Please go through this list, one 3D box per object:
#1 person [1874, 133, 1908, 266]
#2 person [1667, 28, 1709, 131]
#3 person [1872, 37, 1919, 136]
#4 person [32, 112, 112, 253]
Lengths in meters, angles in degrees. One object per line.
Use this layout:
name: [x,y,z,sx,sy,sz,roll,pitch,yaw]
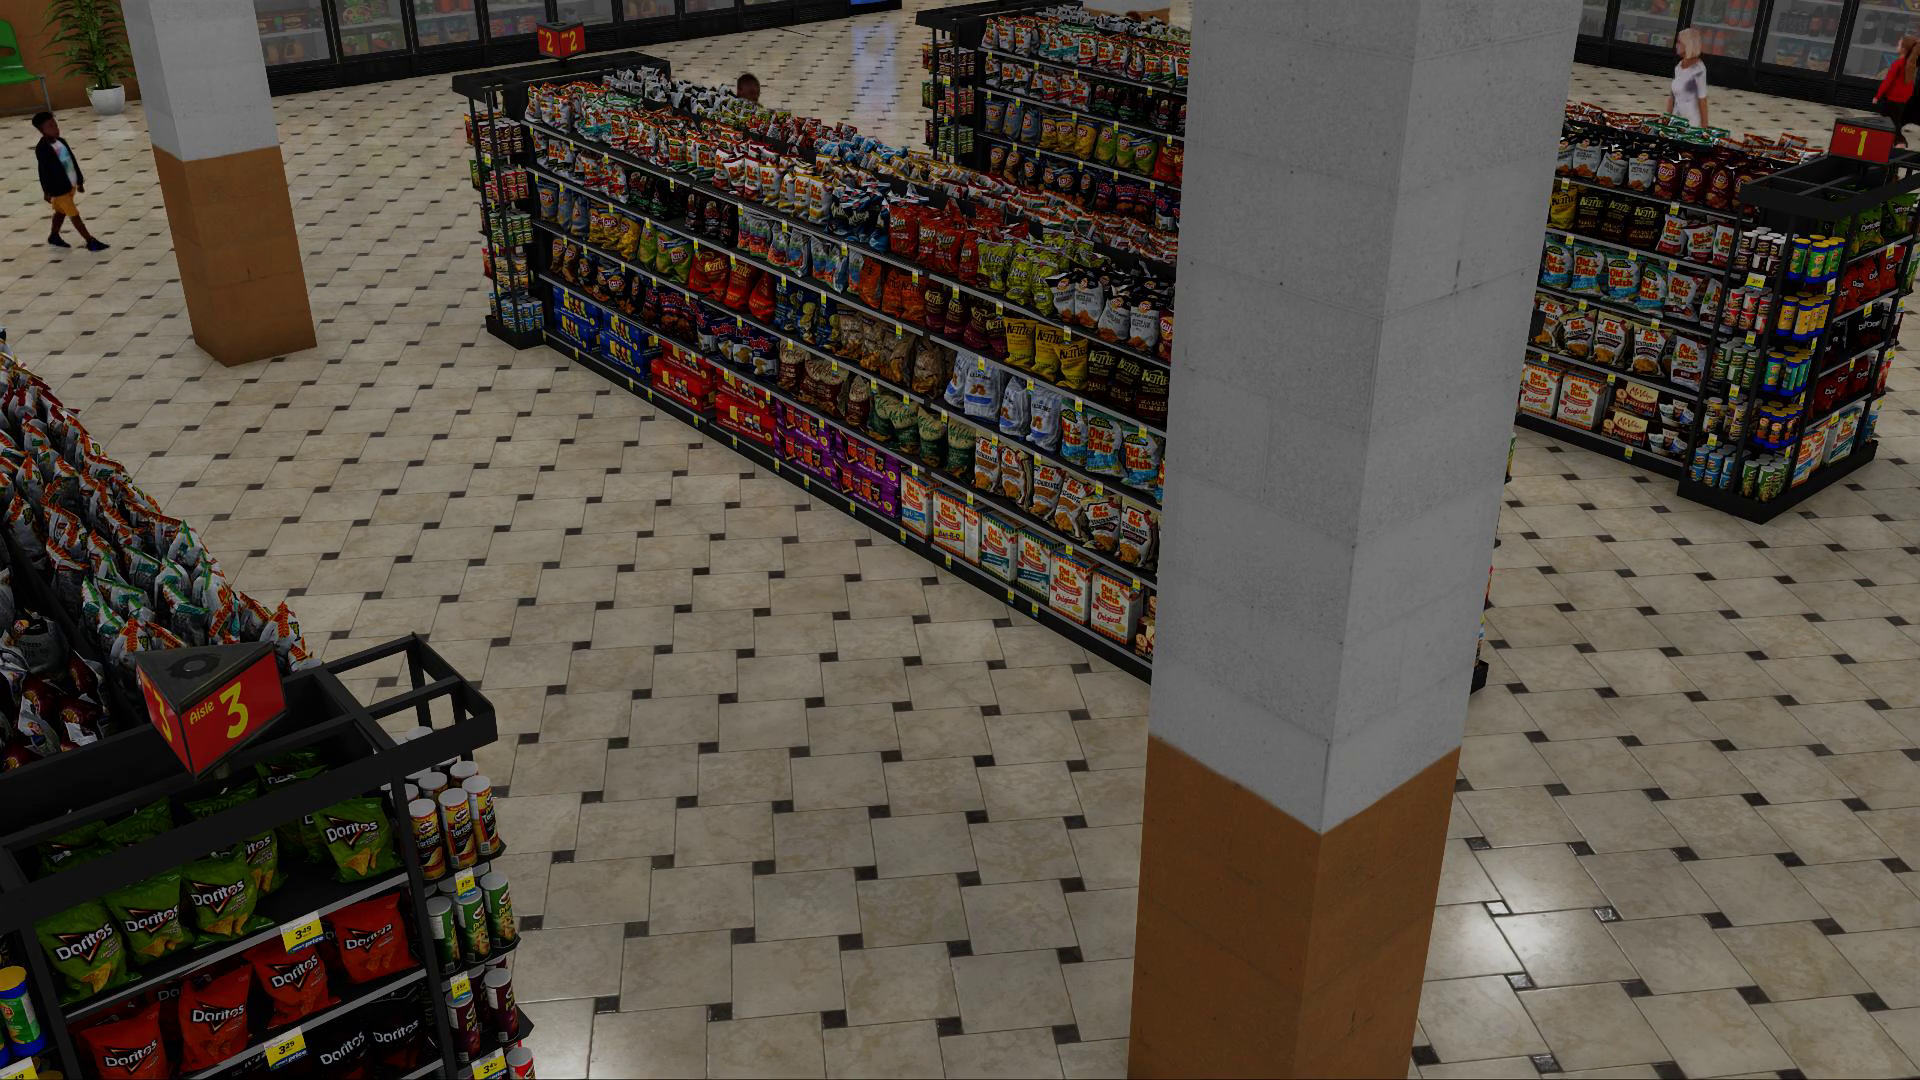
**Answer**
person: [6.604,-2.152,12.313,1.038,1.692,1.167,0,27,0]
person: [7.042,-3.970,15.910,1.056,1.683,1.109,-5,27,-10]
person: [10.118,-4.724,17.872,0.526,1.252,0.853,-18,32,-32]
person: [-8.063,-3.170,14.819,0.923,1.243,0.845,4,27,8]
